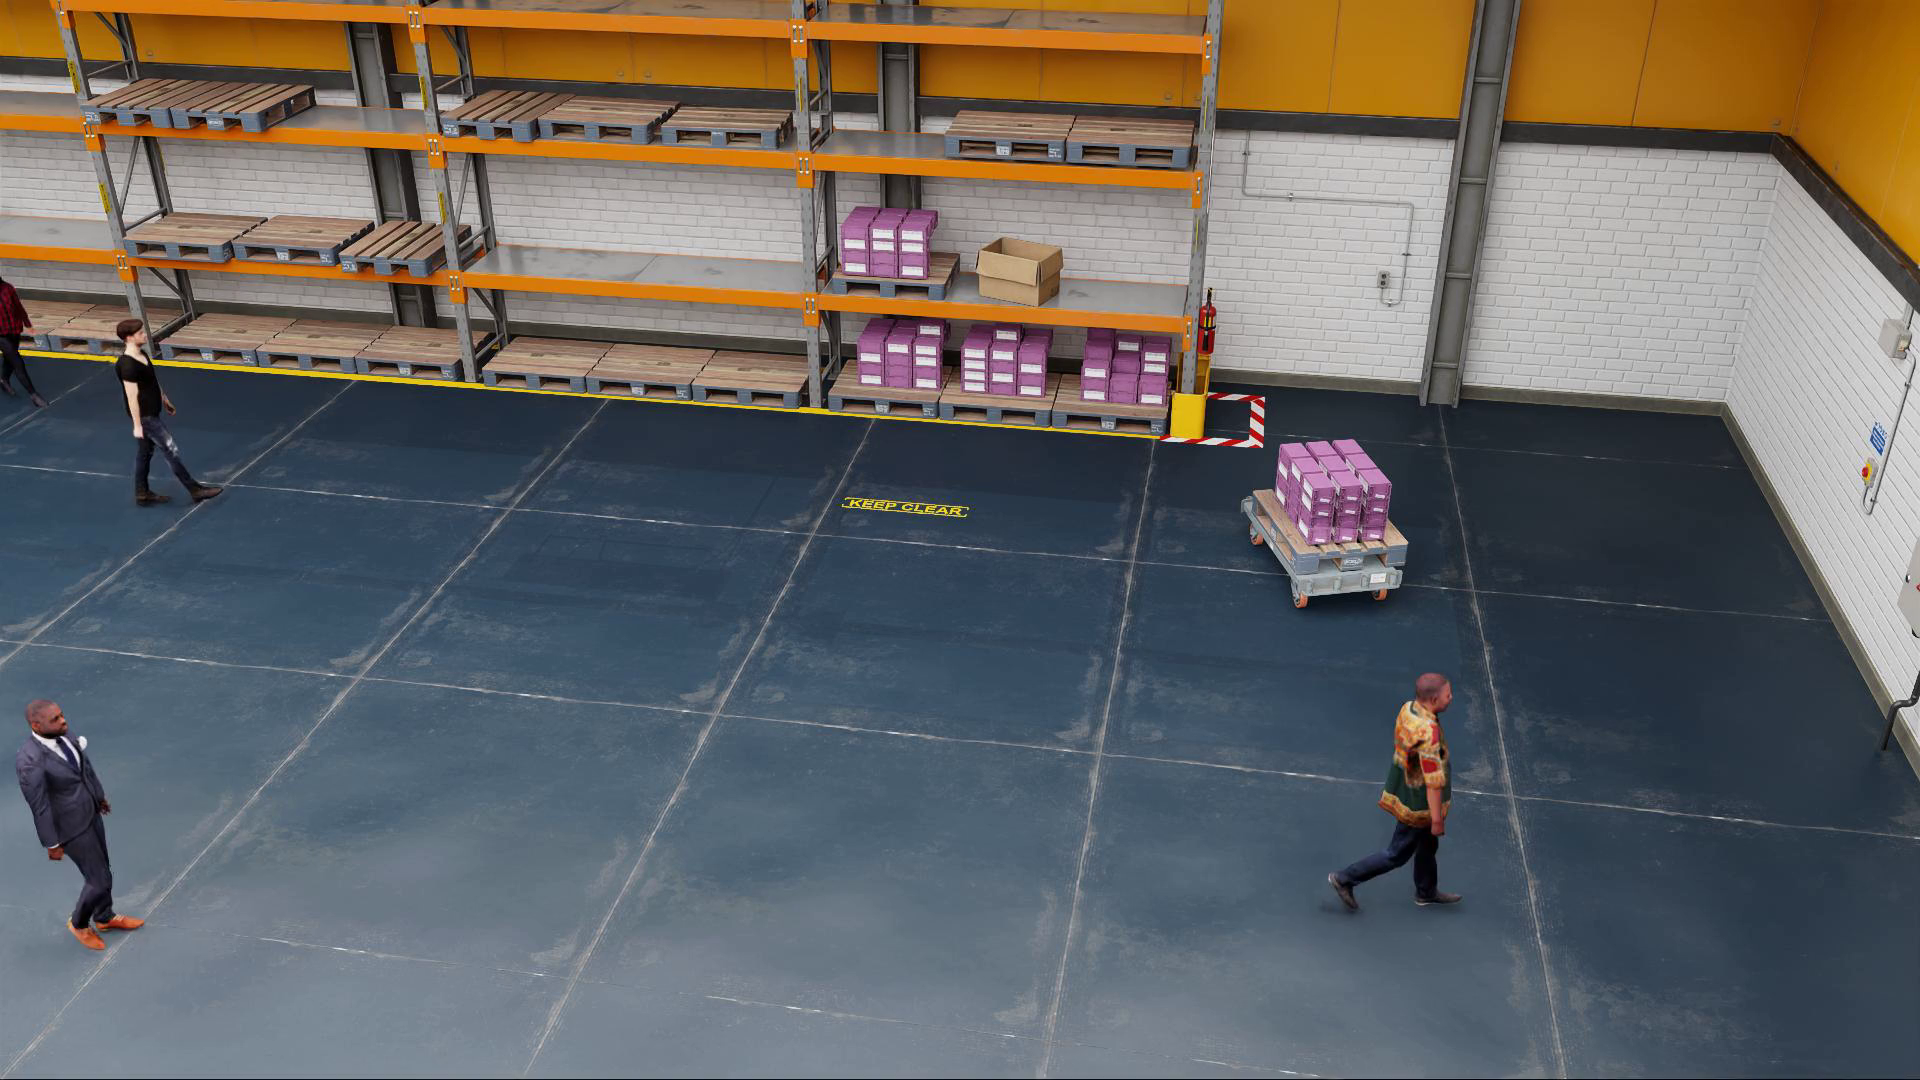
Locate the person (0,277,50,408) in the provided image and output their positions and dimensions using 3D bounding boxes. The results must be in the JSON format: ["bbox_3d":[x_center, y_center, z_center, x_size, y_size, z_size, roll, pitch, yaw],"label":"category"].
[{"bbox_3d":[-10.299,-2.219,17.858,1.145,1.614,0.814,14,32,24],"label":"person"}]

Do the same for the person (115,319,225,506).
[{"bbox_3d":[-7.758,-1.154,15.644,1.184,1.863,0.999,-8,30,-14],"label":"person"}]

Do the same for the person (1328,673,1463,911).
[{"bbox_3d":[2.831,1.648,10.592,1.119,1.783,0.699,3,29,6],"label":"person"}]

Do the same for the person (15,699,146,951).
[{"bbox_3d":[-5.595,1.758,10.359,0.723,1.813,0.760,-2,29,-4],"label":"person"}]
